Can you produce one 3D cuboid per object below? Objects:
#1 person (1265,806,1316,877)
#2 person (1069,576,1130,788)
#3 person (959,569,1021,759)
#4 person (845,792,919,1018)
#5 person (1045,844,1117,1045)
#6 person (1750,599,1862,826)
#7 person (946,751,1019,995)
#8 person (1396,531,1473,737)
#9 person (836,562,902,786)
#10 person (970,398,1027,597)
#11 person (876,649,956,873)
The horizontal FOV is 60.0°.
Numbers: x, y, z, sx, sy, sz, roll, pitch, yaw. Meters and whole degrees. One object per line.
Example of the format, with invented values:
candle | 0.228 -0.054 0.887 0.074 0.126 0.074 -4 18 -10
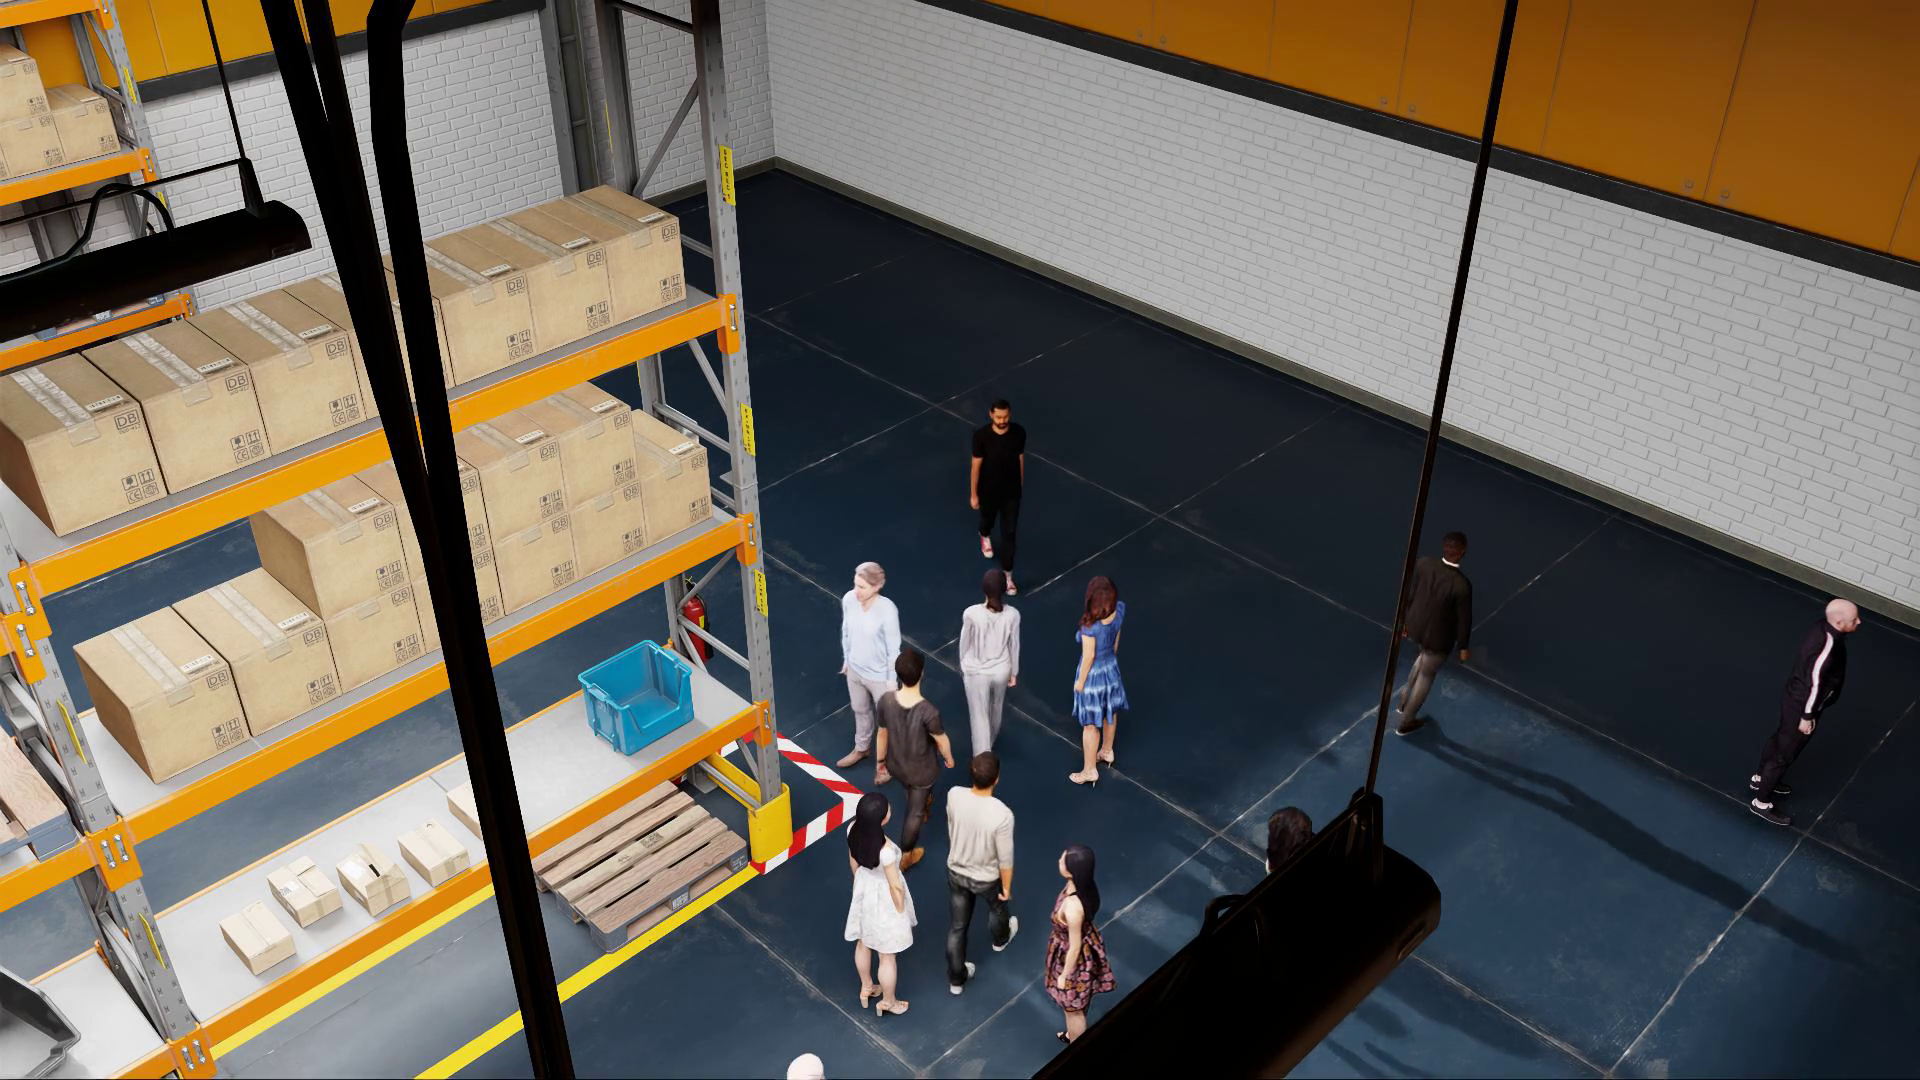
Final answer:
person | 2.069 2.295 10.303 0.706 1.607 0.829 22 39 29
person | 0.993 1.013 12.052 0.757 1.805 0.557 23 40 30
person | 0.207 1.015 12.106 1.066 1.742 1.056 -4 34 -6
person | -0.502 2.242 10.231 0.616 1.774 0.634 -28 43 -35
person | 0.669 2.476 9.880 0.856 1.774 0.776 7 34 11
person | 5.978 1.163 11.800 0.816 1.835 0.649 14 36 20
person | 0.055 2.130 10.389 0.887 1.786 1.061 12 36 18
person | 3.479 0.740 12.481 0.760 1.786 0.768 -17 37 -23
person | -0.635 0.938 12.086 0.679 1.893 0.604 23 40 31
person | 0.313 -0.470 14.355 1.187 1.725 1.133 -6 34 -9
person | -0.358 1.553 11.356 0.793 1.676 1.056 18 38 25
